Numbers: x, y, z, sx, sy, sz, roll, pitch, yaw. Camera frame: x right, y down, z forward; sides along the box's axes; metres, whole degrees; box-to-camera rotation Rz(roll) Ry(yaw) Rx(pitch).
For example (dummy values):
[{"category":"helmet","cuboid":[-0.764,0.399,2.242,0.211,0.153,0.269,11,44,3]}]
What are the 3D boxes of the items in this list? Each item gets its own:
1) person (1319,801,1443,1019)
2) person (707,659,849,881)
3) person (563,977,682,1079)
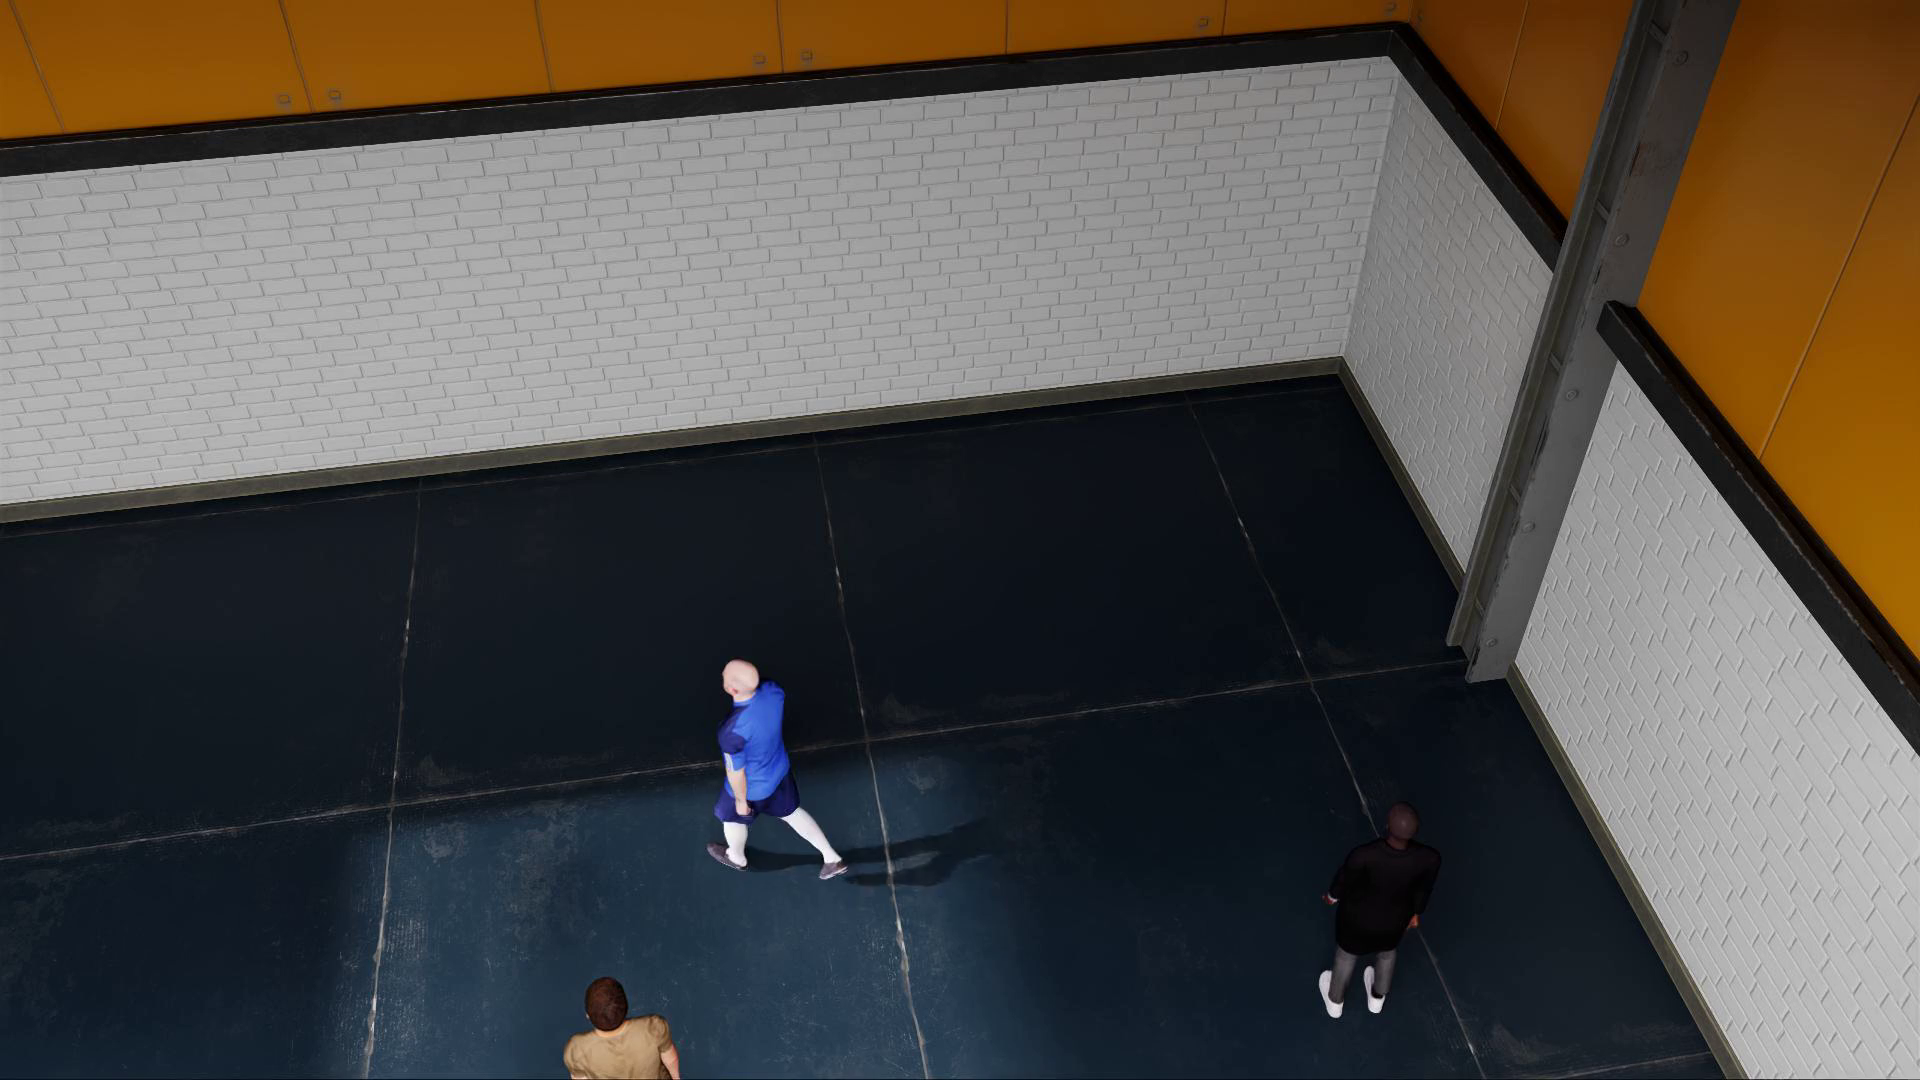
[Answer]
[{"category":"person","cuboid":[2.185,1.993,8.781,0.694,1.760,0.634,0,44,0]},{"category":"person","cuboid":[-1.068,1.358,9.409,1.178,1.814,1.175,21,48,21]},{"category":"person","cuboid":[-1.572,2.672,8.002,0.701,1.851,0.625,-15,46,-15]}]
